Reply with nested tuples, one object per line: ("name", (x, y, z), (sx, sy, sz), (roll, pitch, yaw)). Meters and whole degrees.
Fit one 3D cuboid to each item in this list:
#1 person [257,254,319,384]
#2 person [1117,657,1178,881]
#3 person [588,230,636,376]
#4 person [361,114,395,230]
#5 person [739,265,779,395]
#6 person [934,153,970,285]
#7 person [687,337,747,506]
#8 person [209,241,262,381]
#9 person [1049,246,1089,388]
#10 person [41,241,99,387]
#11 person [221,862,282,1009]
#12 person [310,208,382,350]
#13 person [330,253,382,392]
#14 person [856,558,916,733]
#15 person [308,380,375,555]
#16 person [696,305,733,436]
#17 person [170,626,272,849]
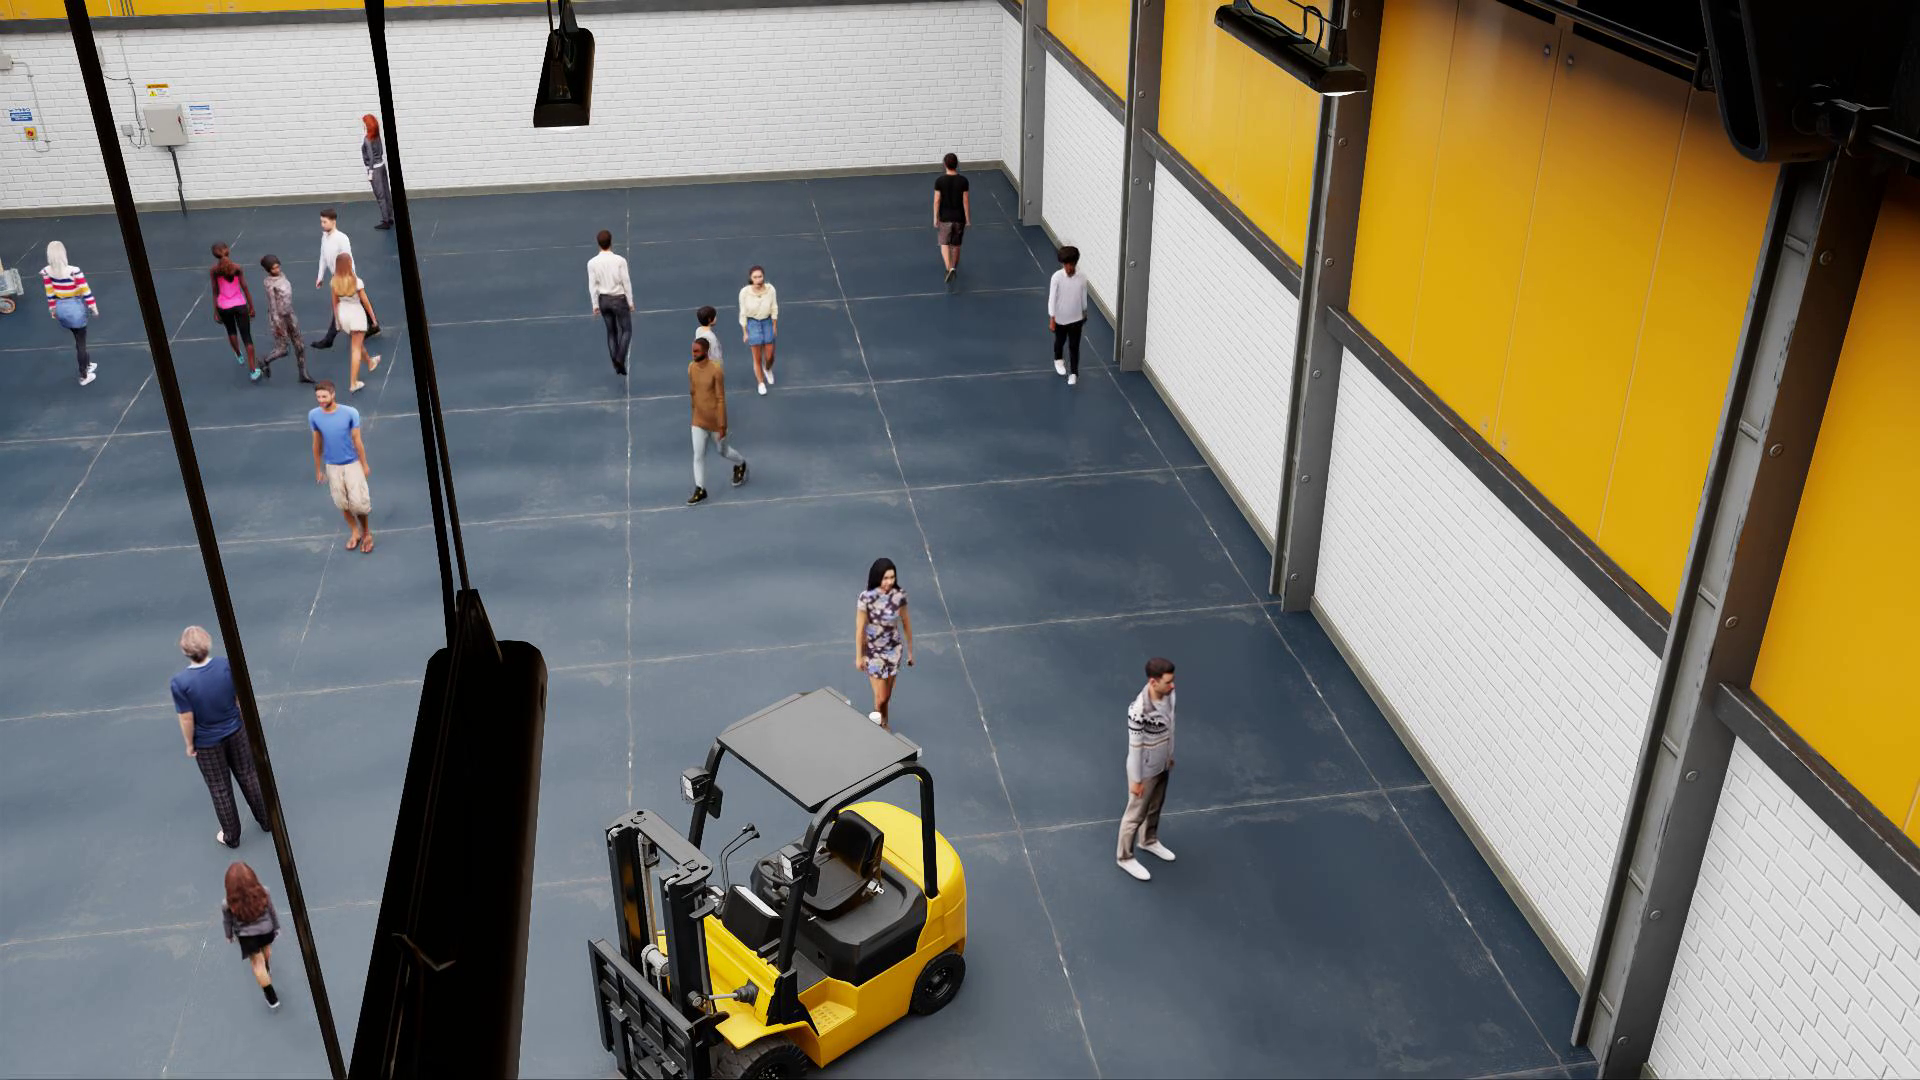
("person", (-8.334, -2.673, 20.305), (0.906, 1.697, 0.962), (7, 29, 12))
("person", (1.393, 1.633, 12.253), (0.805, 1.848, 0.749), (19, 34, 31))
("person", (-4.279, -2.873, 20.502), (0.785, 1.858, 0.940), (1, 29, 2))
("person", (-9.054, -5.728, 25.820), (0.689, 1.779, 0.518), (2, 29, 4))
("person", (-2.449, -2.584, 20.217), (0.649, 1.624, 0.643), (-7, 29, -13))
("person", (-0.115, -4.511, 23.521), (0.679, 1.843, 0.977), (-4, 29, -7))
("person", (-2.609, -1.300, 17.686), (1.040, 1.794, 1.192), (14, 31, 23))
("person", (-8.993, -2.801, 20.561), (0.737, 1.675, 1.101), (-8, 30, -14))
("person", (1.315, -2.805, 20.478), (0.711, 1.763, 1.135), (-5, 29, -10))
("person", (-10.919, -2.751, 20.348), (0.764, 1.792, 0.853), (2, 29, 4))
("person", (-4.740, 2.654, 11.181), (0.688, 1.081, 0.851), (-19, 34, -31))
("person", (-7.891, -3.399, 21.507), (1.169, 1.820, 1.239), (-25, 37, -38))
("person", (-7.428, -2.620, 20.264), (0.853, 1.642, 1.198), (5, 29, 9))
("person", (-0.670, 0.892, 13.752), (0.724, 1.713, 0.834), (-13, 31, -22))
("person", (-6.168, -0.793, 16.701), (0.692, 1.847, 0.730), (-1, 29, -2))
("person", (-2.889, -1.956, 19.142), (0.680, 1.552, 0.565), (-21, 35, -34))
("person", (-5.581, 1.469, 12.529), (0.738, 1.871, 0.745), (-25, 37, -38))
